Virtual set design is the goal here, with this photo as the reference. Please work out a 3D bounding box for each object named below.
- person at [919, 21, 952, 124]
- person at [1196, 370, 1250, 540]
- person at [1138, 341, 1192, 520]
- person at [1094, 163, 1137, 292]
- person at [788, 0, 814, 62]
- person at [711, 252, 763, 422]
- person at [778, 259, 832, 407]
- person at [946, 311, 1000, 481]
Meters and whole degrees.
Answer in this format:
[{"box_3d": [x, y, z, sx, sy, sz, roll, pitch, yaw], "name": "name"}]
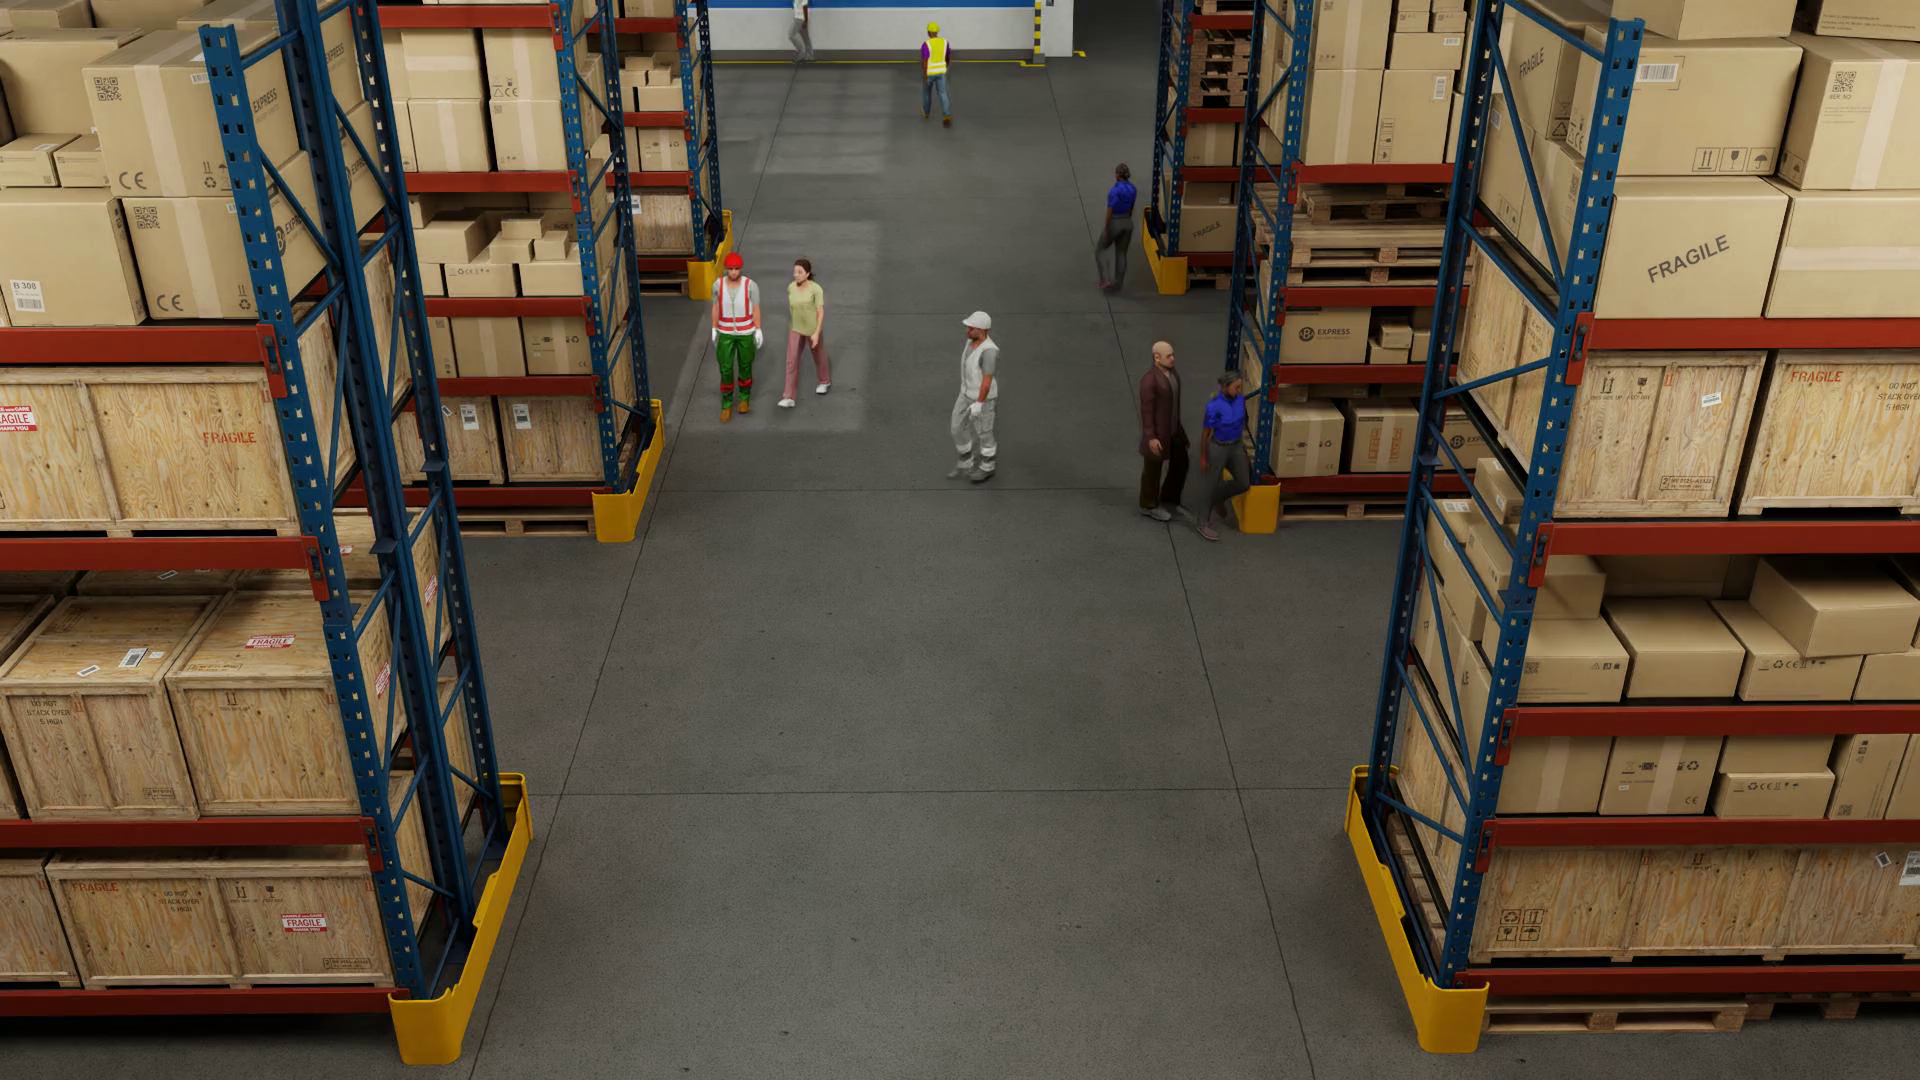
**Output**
[{"box_3d": [-0.436, -8.226, 29.228, 0.592, 1.729, 1.066, -12, 30, -21], "name": "person"}, {"box_3d": [2.429, -0.831, 15.530, 0.522, 1.659, 0.465, -18, 33, -30], "name": "person"}, {"box_3d": [1.949, -1.001, 15.767, 0.477, 1.805, 0.610, 21, 35, 34], "name": "person"}, {"box_3d": [2.021, -4.053, 21.541, 0.534, 1.646, 0.401, -17, 33, -28], "name": "person"}, {"box_3d": [-3.216, -10.495, 33.386, 0.528, 1.745, 0.692, -4, 28, -7], "name": "person"}, {"box_3d": [-2.417, -2.196, 17.944, 0.559, 1.787, 0.579, -2, 28, -4], "name": "person"}, {"box_3d": [-1.700, -2.287, 18.265, 0.452, 1.634, 0.972, 8, 29, 14], "name": "person"}, {"box_3d": [0.142, -1.403, 16.463, 0.477, 1.802, 0.547, -16, 32, -28], "name": "person"}]
